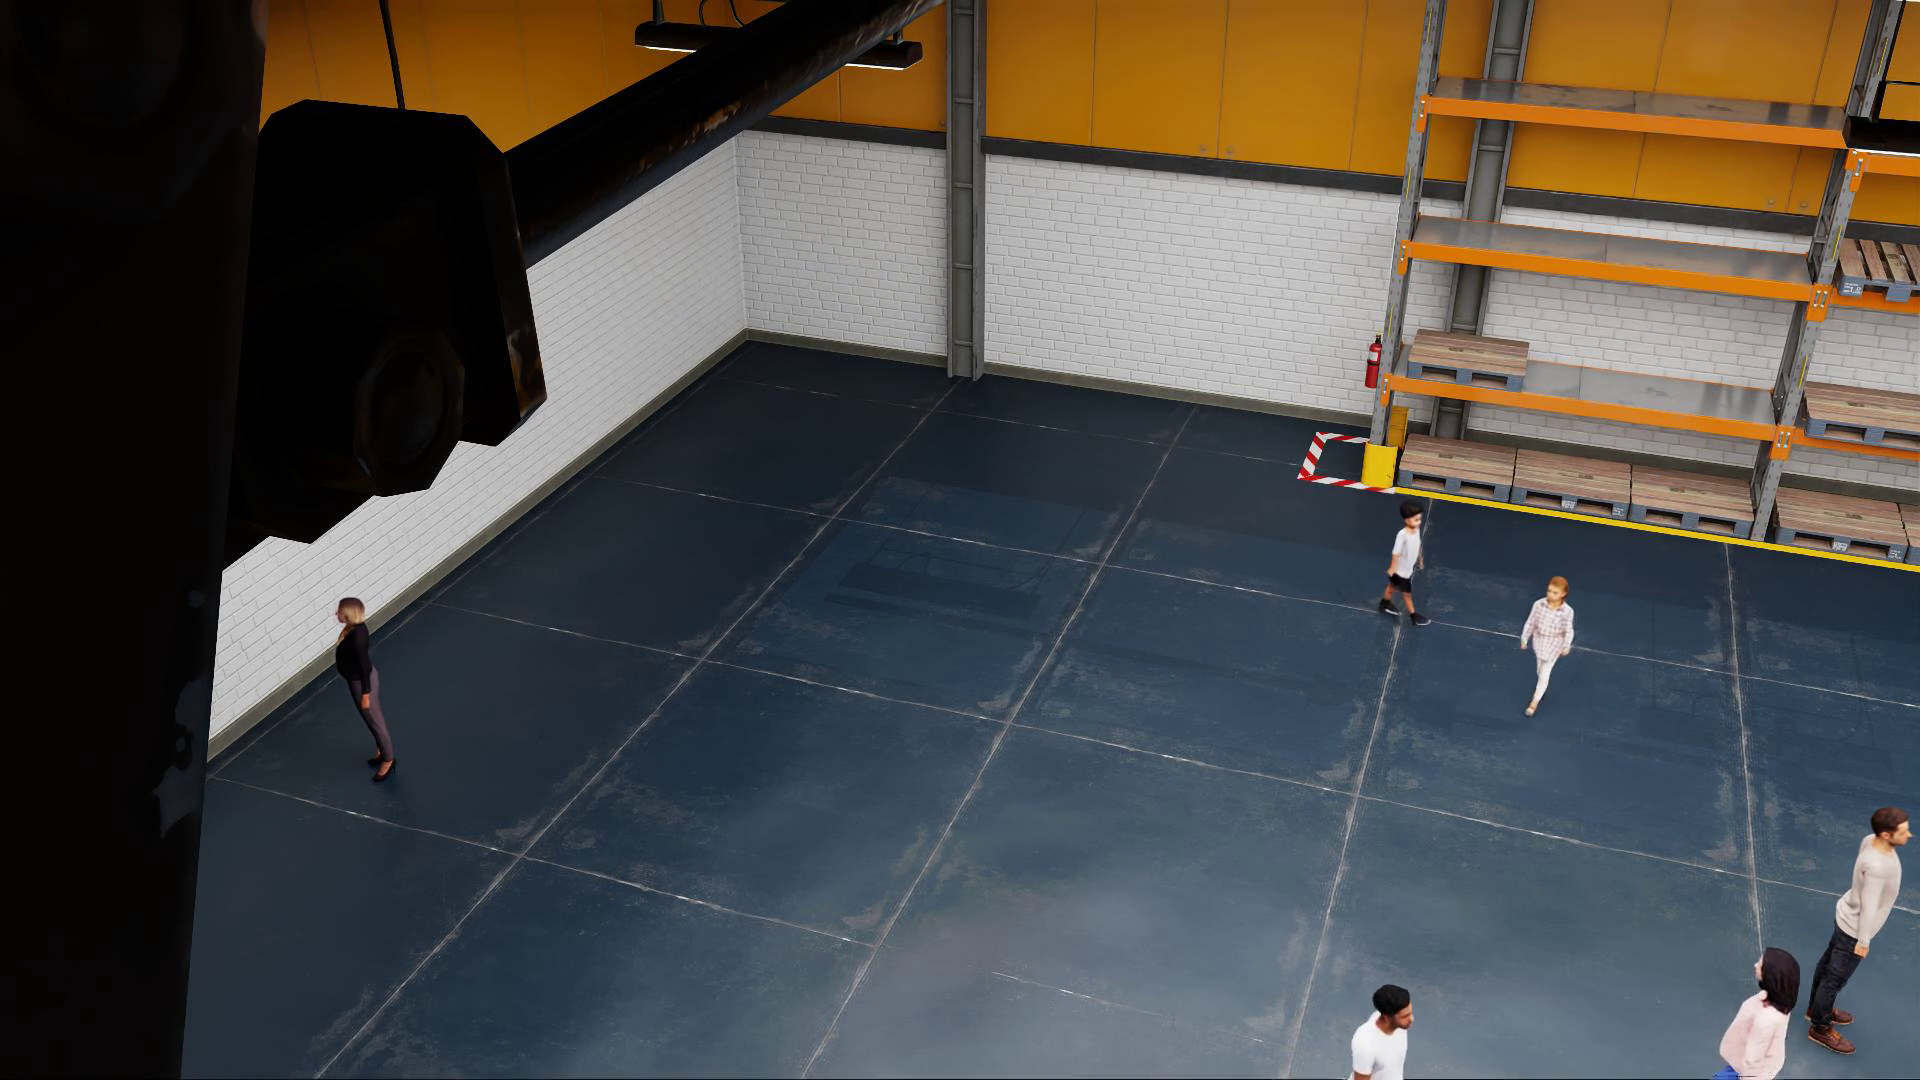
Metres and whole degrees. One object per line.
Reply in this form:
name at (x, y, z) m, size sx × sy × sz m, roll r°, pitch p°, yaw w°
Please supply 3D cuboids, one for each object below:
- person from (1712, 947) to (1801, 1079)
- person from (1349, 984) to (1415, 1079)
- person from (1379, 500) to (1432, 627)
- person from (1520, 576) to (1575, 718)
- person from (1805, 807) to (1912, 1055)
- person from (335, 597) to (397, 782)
person at (4.739, 3.172, 9.793) m, size 1.062 × 1.743 × 0.904 m, roll 25°, pitch 37°, yaw 37°
person at (2.360, 3.215, 9.738) m, size 0.751 × 1.721 × 0.751 m, roll 24°, pitch 36°, yaw 36°
person at (4.169, 0.179, 15.809) m, size 0.723 × 1.236 × 0.893 m, roll -24°, pitch 37°, yaw -37°
person at (5.153, 0.864, 14.502) m, size 0.846 × 1.285 × 0.785 m, roll 22°, pitch 36°, yaw 35°
person at (5.866, 2.504, 10.887) m, size 0.589 × 1.868 × 0.669 m, roll 13°, pitch 31°, yaw 22°
person at (-4.818, 1.193, 13.497) m, size 0.729 × 1.671 × 0.675 m, roll -12°, pitch 31°, yaw -20°
